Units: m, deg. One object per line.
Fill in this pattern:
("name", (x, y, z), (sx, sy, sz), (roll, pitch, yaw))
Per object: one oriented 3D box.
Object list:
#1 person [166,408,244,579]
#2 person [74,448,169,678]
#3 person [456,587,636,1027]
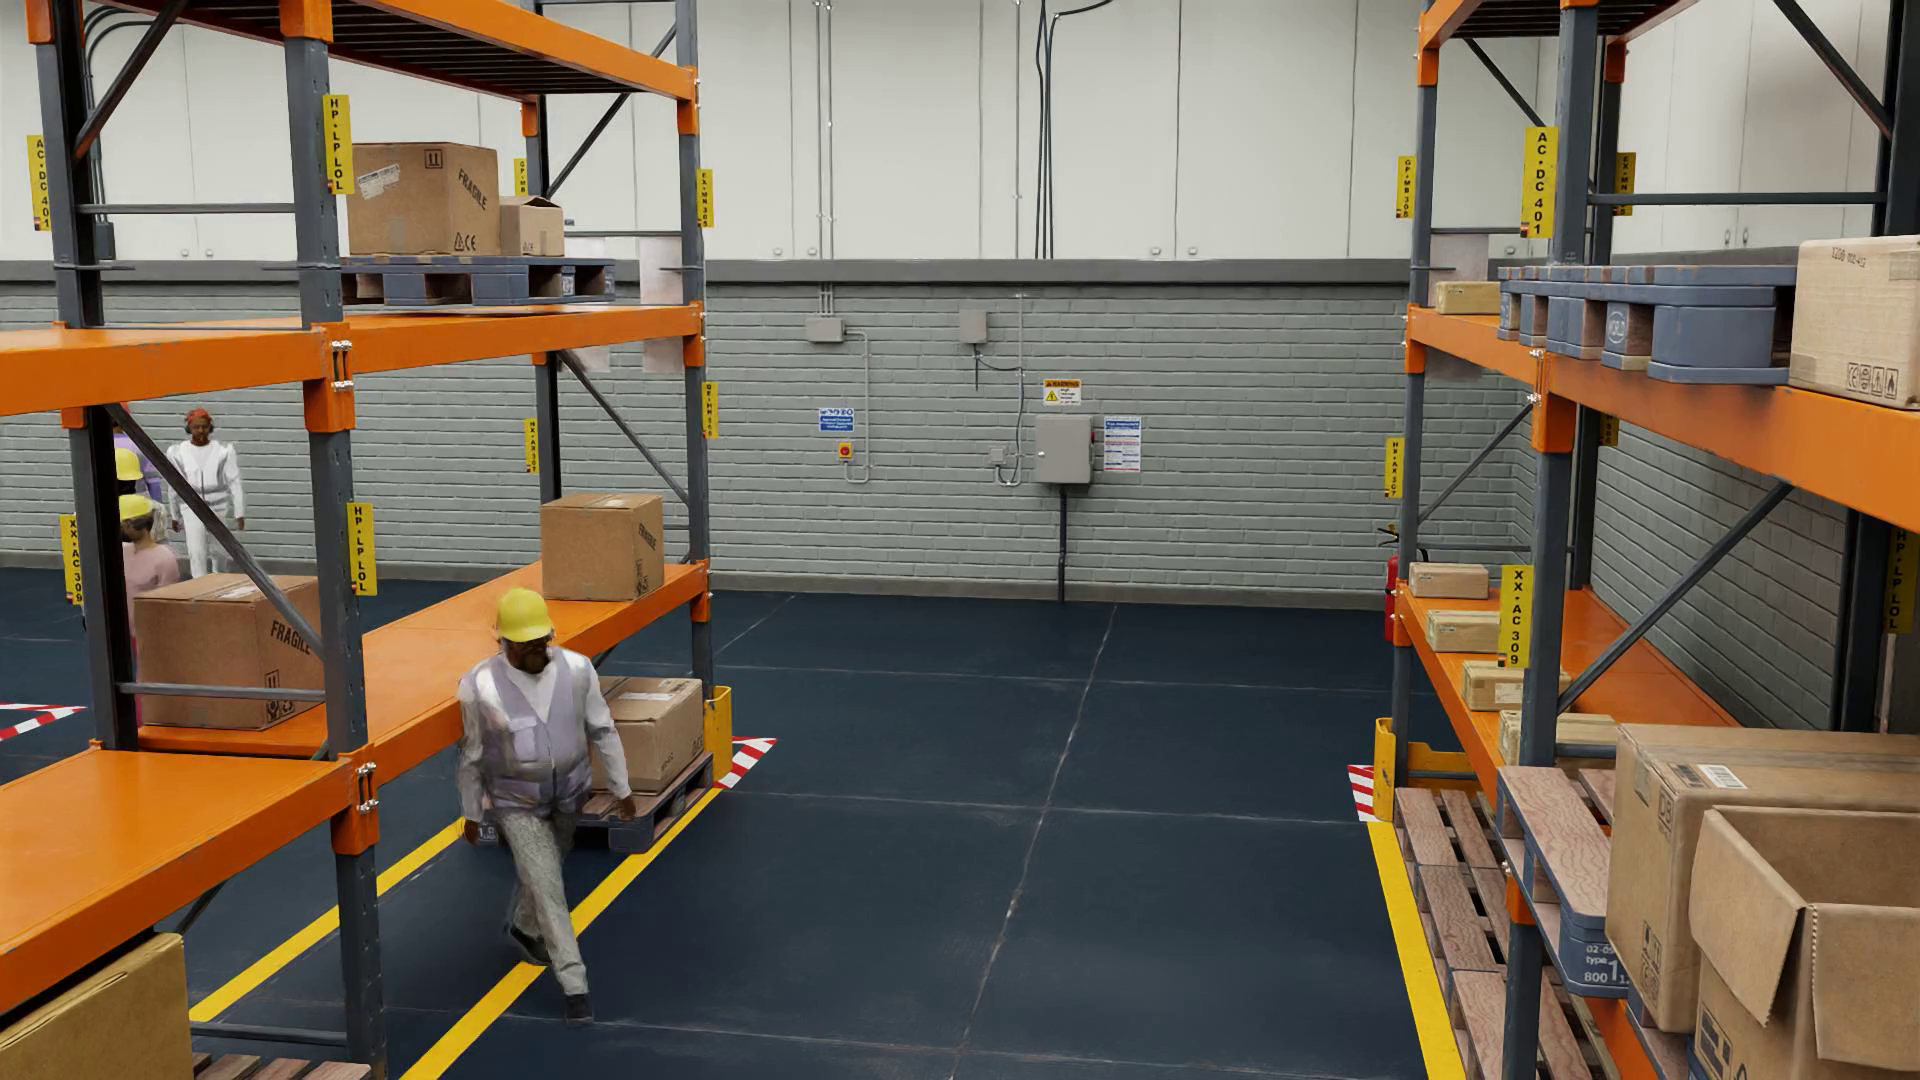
("person", (-6.712, -0.271, 14.794), (0.585, 1.847, 0.928), (-4, 10, -26))
("person", (-5.260, 0.375, 10.536), (0.378, 1.923, 0.596), (7, 12, 37))
("person", (-1.742, 1.039, 6.945), (0.676, 1.776, 0.948), (-6, 11, -33))
